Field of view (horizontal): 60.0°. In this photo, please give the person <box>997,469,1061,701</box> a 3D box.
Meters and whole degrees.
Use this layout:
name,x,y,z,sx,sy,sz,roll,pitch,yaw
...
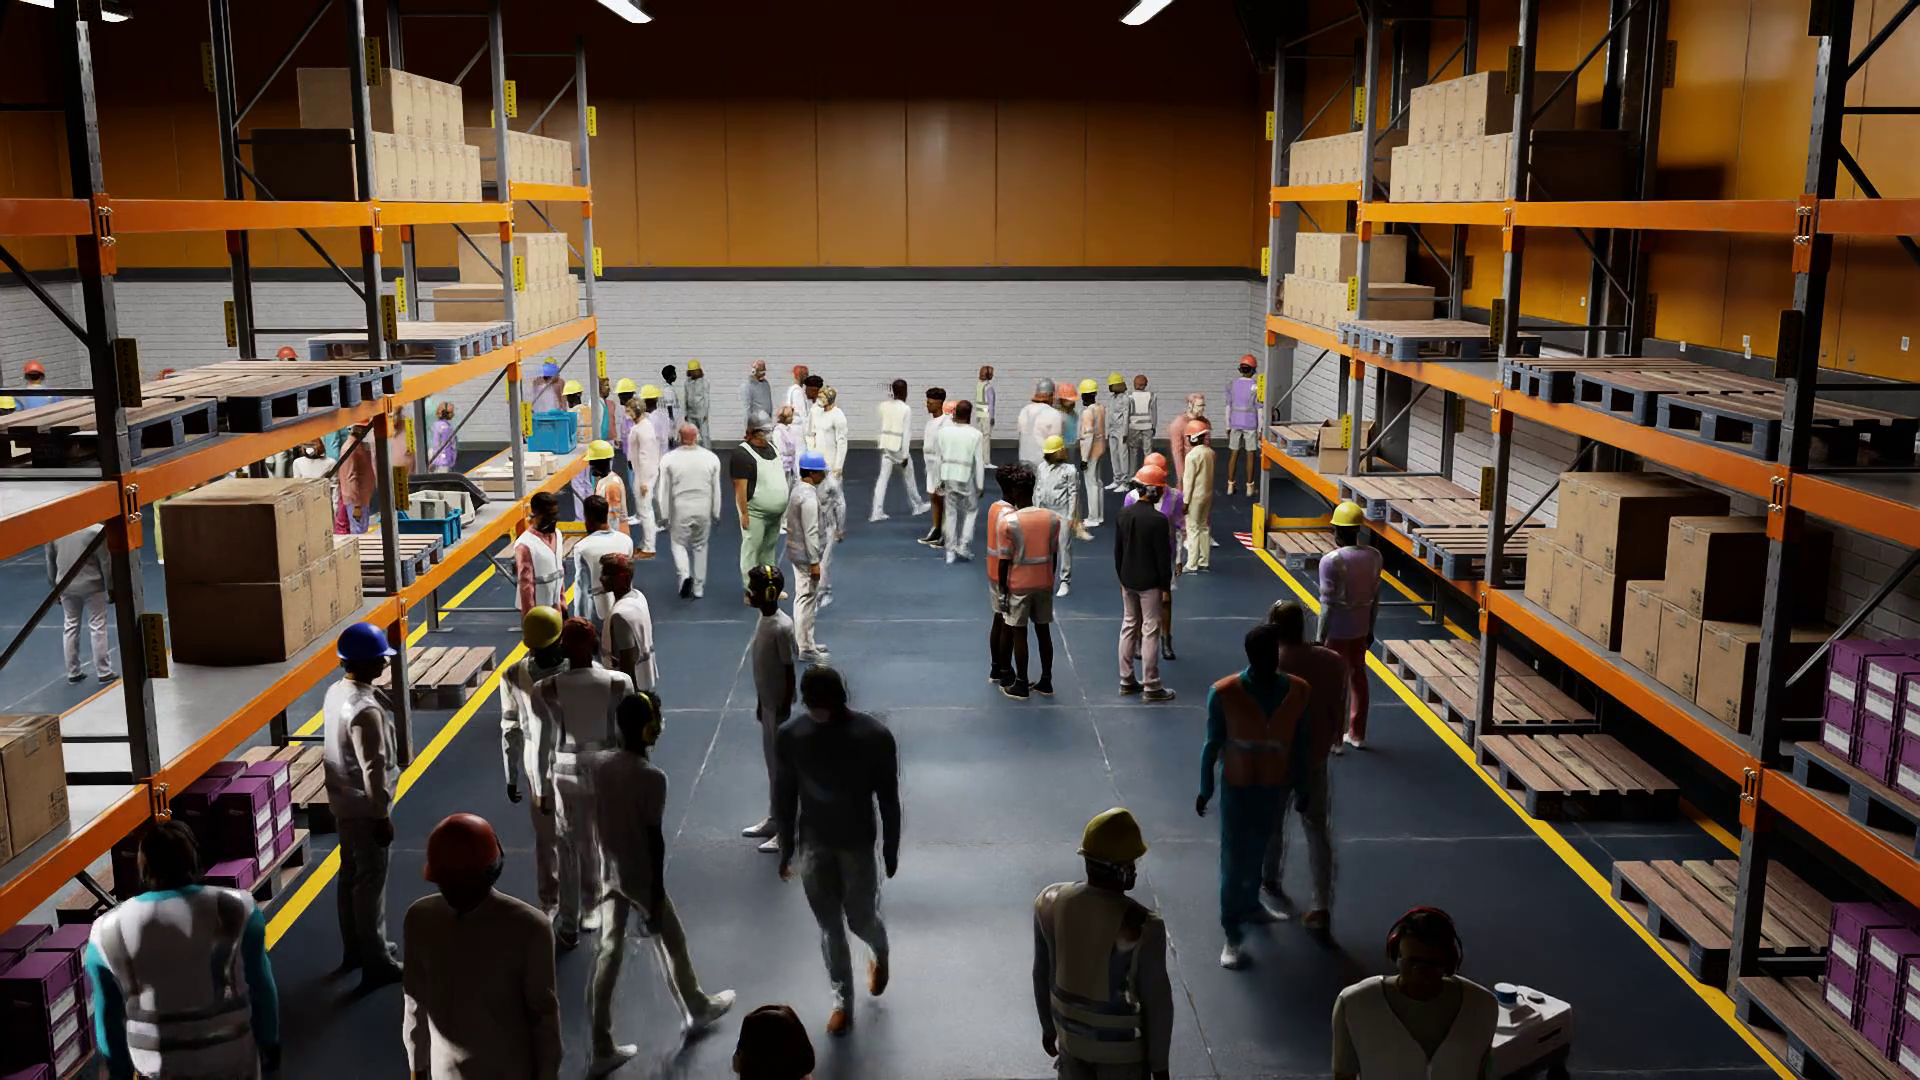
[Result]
name,x,y,z,sx,sy,sz,roll,pitch,yaw
person,0.559,0.374,14.007,0.600,1.949,0.414,-6,13,-28

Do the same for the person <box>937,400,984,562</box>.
name,x,y,z,sx,sy,sz,roll,pitch,yaw
person,0.004,-0.684,19.428,0.634,1.895,0.476,5,12,22

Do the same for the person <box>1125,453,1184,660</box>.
name,x,y,z,sx,sy,sz,roll,pitch,yaw
person,1.773,0.150,15.181,0.550,1.925,0.392,-1,11,-3

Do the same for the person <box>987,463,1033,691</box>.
name,x,y,z,sx,sy,sz,roll,pitch,yaw
person,0.422,0.311,14.259,0.361,1.965,0.612,-3,12,-15

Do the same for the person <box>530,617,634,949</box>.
name,x,y,z,sx,sy,sz,roll,pitch,yaw
person,-2.085,1.351,9.271,0.577,1.879,0.352,-4,12,-18

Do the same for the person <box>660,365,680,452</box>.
name,x,y,z,sx,sy,sz,roll,pitch,yaw
person,-4.515,-1.881,25.931,0.316,1.696,0.540,-3,12,-13

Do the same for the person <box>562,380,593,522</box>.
name,x,y,z,sx,sy,sz,roll,pitch,yaw
person,-4.930,-1.103,21.486,0.399,1.913,0.594,2,12,12

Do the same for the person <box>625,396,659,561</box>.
name,x,y,z,sx,sy,sz,roll,pitch,yaw
person,-3.738,-0.730,19.585,0.383,1.932,0.632,-3,12,-14

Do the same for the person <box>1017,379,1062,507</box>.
name,x,y,z,sx,sy,sz,roll,pitch,yaw
person,1.035,-1.004,20.666,0.534,2.000,0.714,-10,15,-42

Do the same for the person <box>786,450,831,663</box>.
name,x,y,z,sx,sy,sz,roll,pitch,yaw
person,-1.374,0.144,15.172,0.419,1.939,0.607,-3,12,-14

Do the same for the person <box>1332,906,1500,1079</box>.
name,x,y,z,sx,sy,sz,roll,pitch,yaw
person,1.519,2.091,5.649,0.564,1.841,0.390,-1,11,-6

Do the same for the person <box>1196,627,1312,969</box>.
name,x,y,z,sx,sy,sz,roll,pitch,yaw
person,1.657,1.365,9.253,0.641,1.870,0.692,-3,12,-15

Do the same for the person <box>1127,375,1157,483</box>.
name,x,y,z,sx,sy,sz,roll,pitch,yaw
person,2.704,-1.663,24.988,0.523,1.637,0.311,-1,11,-7

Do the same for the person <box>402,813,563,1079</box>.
name,x,y,z,sx,sy,sz,roll,pitch,yaw
person,-1.756,1.935,6.078,0.621,1.986,0.409,3,12,15

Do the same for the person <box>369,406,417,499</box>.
name,x,y,z,sx,sy,sz,roll,pitch,yaw
person,-6.563,-0.698,19.510,0.645,1.896,0.571,-2,11,-10

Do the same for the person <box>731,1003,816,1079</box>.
name,x,y,z,sx,sy,sz,roll,pitch,yaw
person,-0.594,2.254,5.346,0.277,1.636,0.502,1,11,7

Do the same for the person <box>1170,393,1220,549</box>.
name,x,y,z,sx,sy,sz,roll,pitch,yaw
person,2.840,-0.828,20.150,0.668,1.902,0.458,-7,13,-33

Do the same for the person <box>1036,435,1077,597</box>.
name,x,y,z,sx,sy,sz,roll,pitch,yaw
person,1.005,-0.261,17.714,0.485,1.735,0.322,8,14,36

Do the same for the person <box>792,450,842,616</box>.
name,x,y,z,sx,sy,sz,roll,pitch,yaw
person,-1.472,-0.088,16.939,0.493,1.682,0.902,3,12,16

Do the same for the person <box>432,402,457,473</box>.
name,x,y,z,sx,sy,sz,roll,pitch,yaw
person,-6.672,-0.983,21.594,0.323,1.631,0.526,-6,13,-28

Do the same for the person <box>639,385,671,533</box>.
name,x,y,z,sx,sy,sz,roll,pitch,yaw
person,-3.891,-1.011,21.036,0.417,1.905,0.610,-1,11,-6

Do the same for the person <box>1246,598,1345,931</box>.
name,x,y,z,sx,sy,sz,roll,pitch,yaw
person,1.941,1.278,9.637,0.634,1.889,1.031,-1,11,-7

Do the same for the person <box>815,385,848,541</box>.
name,x,y,z,sx,sy,sz,roll,pitch,yaw
person,-1.627,-0.961,20.704,0.359,1.938,0.635,-7,13,-32

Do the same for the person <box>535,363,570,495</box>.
name,x,y,z,sx,sy,sz,roll,pitch,yaw
person,-5.974,-1.577,23.839,0.633,1.931,0.617,-5,12,-23

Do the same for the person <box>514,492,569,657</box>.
name,x,y,z,sx,sy,sz,roll,pitch,yaw
person,-3.311,0.553,13.206,0.410,1.908,0.598,3,12,14

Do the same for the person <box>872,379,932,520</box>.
name,x,y,z,sx,sy,sz,roll,pitch,yaw
person,-0.813,-1.208,22.137,0.593,1.866,1.006,9,14,38

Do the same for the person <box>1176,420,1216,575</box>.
name,x,y,z,sx,sy,sz,roll,pitch,yaw
person,2.663,-0.484,18.817,0.355,1.742,0.574,8,14,36

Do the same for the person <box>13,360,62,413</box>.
name,x,y,z,sx,sy,sz,roll,pitch,yaw
person,-12.797,-1.491,23.183,0.643,2.008,0.887,-5,12,-23

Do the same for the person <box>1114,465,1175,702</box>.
name,x,y,z,sx,sy,sz,roll,pitch,yaw
person,1.561,0.359,13.966,0.391,1.987,0.608,-9,14,-37

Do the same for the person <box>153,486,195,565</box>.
name,x,y,z,sx,sy,sz,roll,pitch,yaw
person,-9.171,-0.665,19.280,0.586,1.920,0.397,-3,12,-15
